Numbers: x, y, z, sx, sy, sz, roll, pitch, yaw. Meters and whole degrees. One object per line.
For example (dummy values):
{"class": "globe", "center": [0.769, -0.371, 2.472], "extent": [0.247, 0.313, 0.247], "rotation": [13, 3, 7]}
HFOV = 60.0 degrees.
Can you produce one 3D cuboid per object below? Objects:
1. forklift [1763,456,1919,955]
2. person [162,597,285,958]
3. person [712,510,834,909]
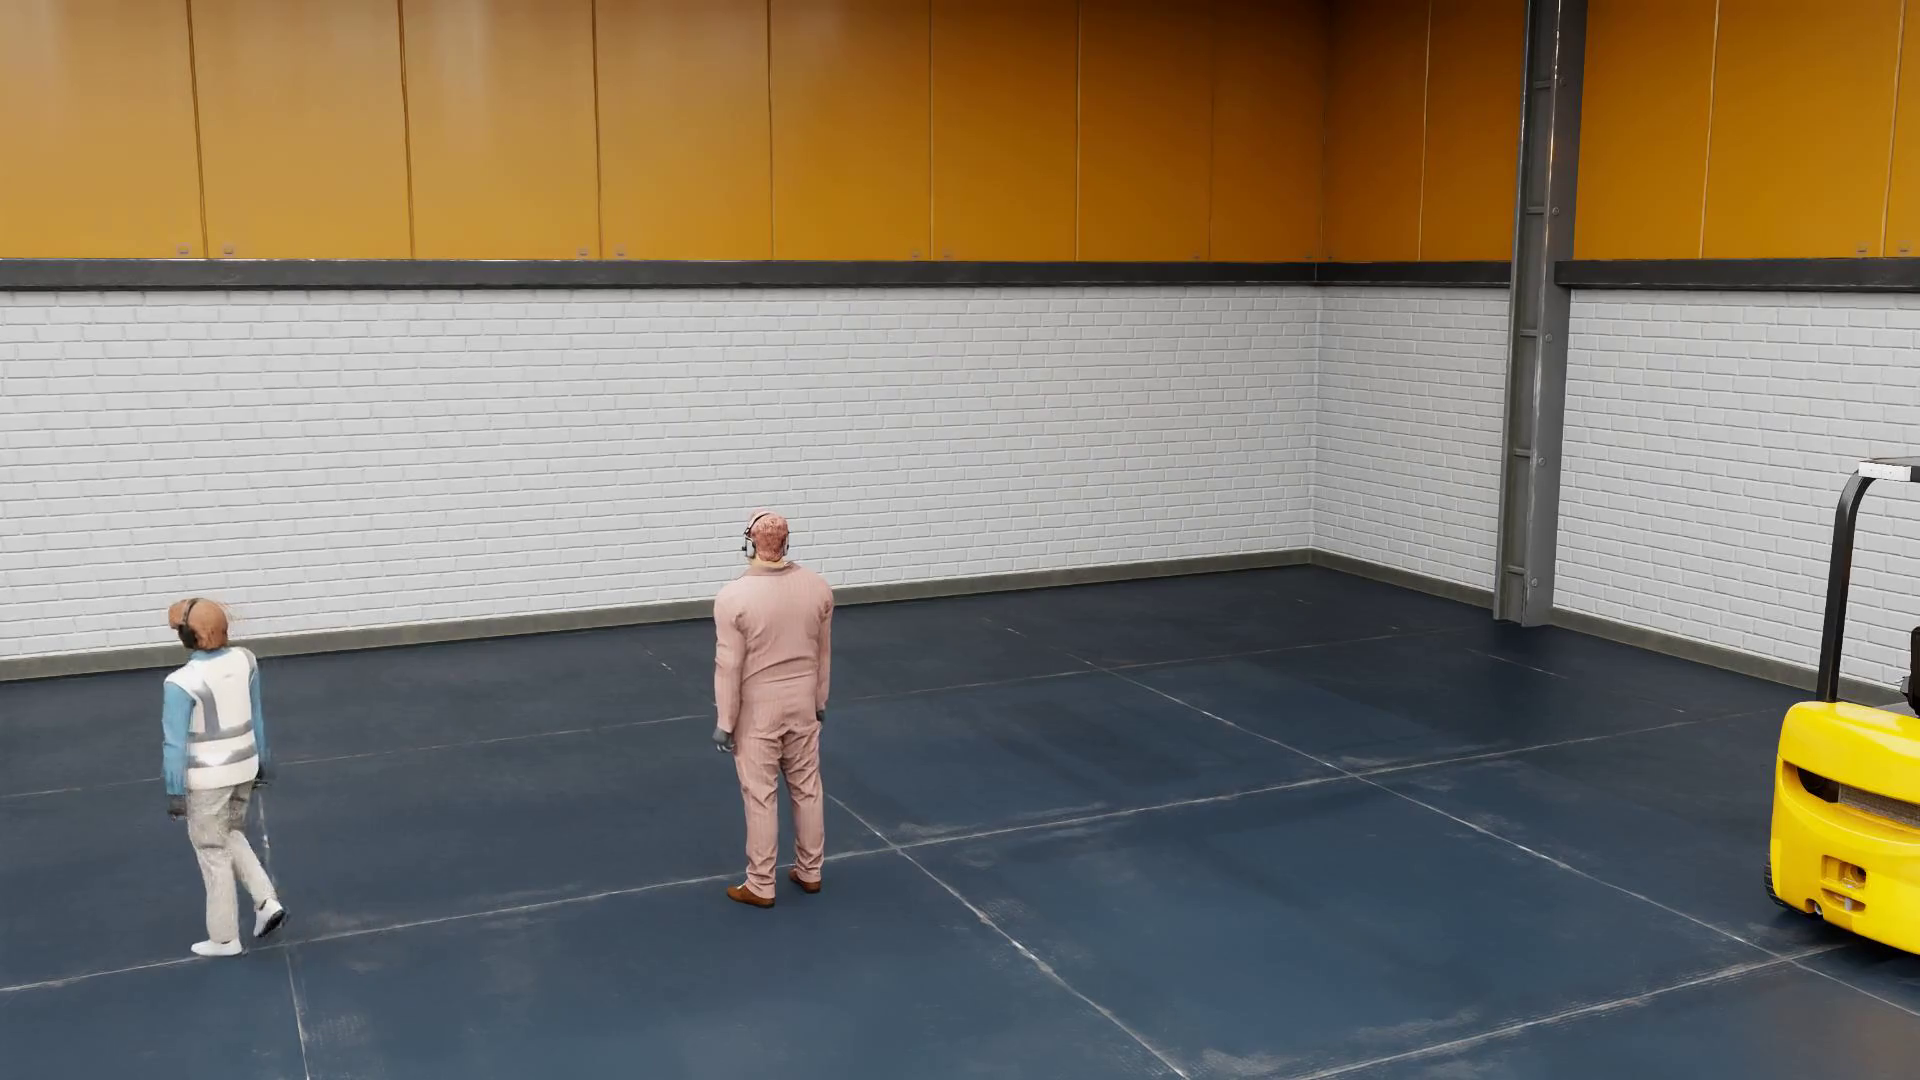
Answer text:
{"class": "forklift", "center": [4.857, 0.731, 7.561], "extent": [2.313, 2.155, 1.214], "rotation": [-4, 10, -25]}
{"class": "person", "center": [-3.281, 1.049, 7.323], "extent": [0.360, 1.624, 0.541], "rotation": [3, 10, 18]}
{"class": "person", "center": [-0.914, 0.805, 7.988], "extent": [0.642, 1.910, 0.401], "rotation": [-7, 12, -38]}
